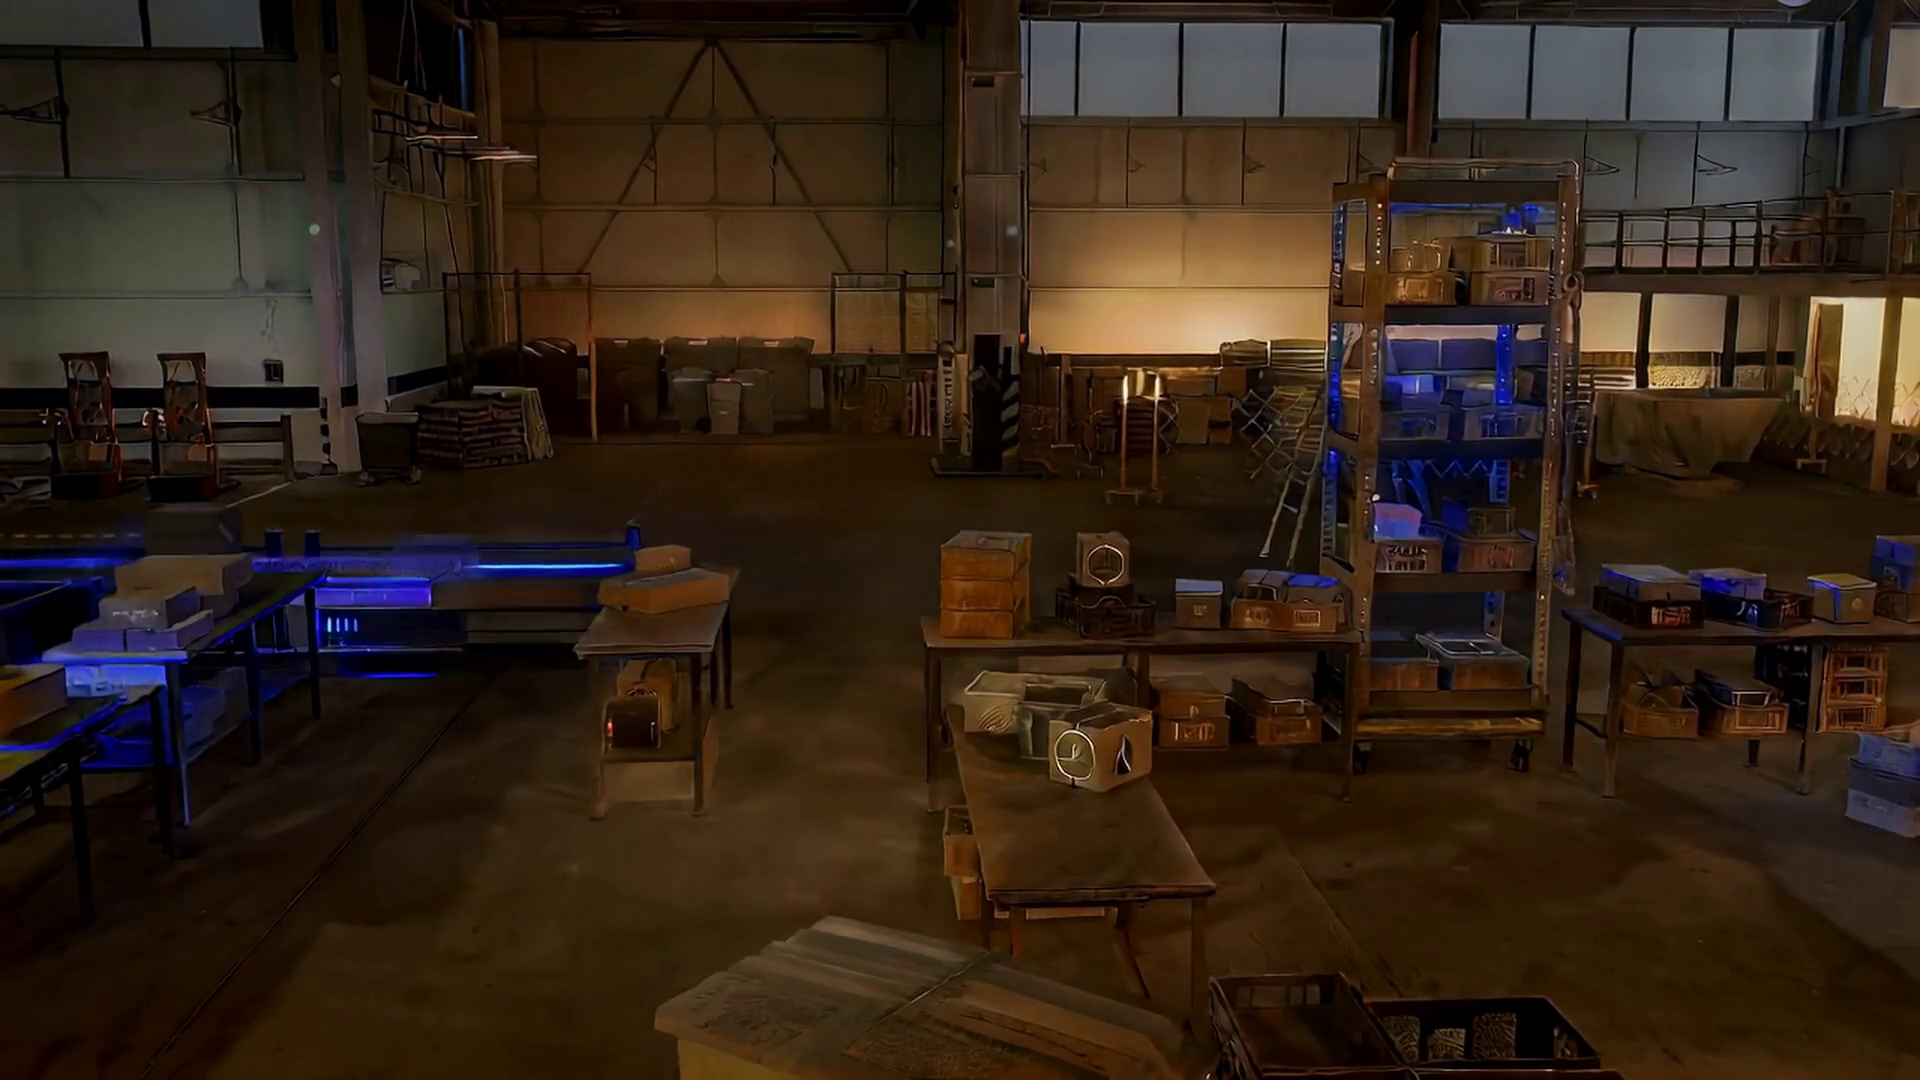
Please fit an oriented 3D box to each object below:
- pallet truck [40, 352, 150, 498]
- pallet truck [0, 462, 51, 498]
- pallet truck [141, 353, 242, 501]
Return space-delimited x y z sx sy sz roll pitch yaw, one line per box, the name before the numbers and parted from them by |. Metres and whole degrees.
pallet truck | -11.907 -1.642 23.165 0.823 1.965 1.885 0 9 0
pallet truck | -13.193 -1.293 23.148 0.653 1.274 1.630 -1 9 -4
pallet truck | -10.520 -1.604 22.925 0.823 1.965 1.885 -1 9 -6
